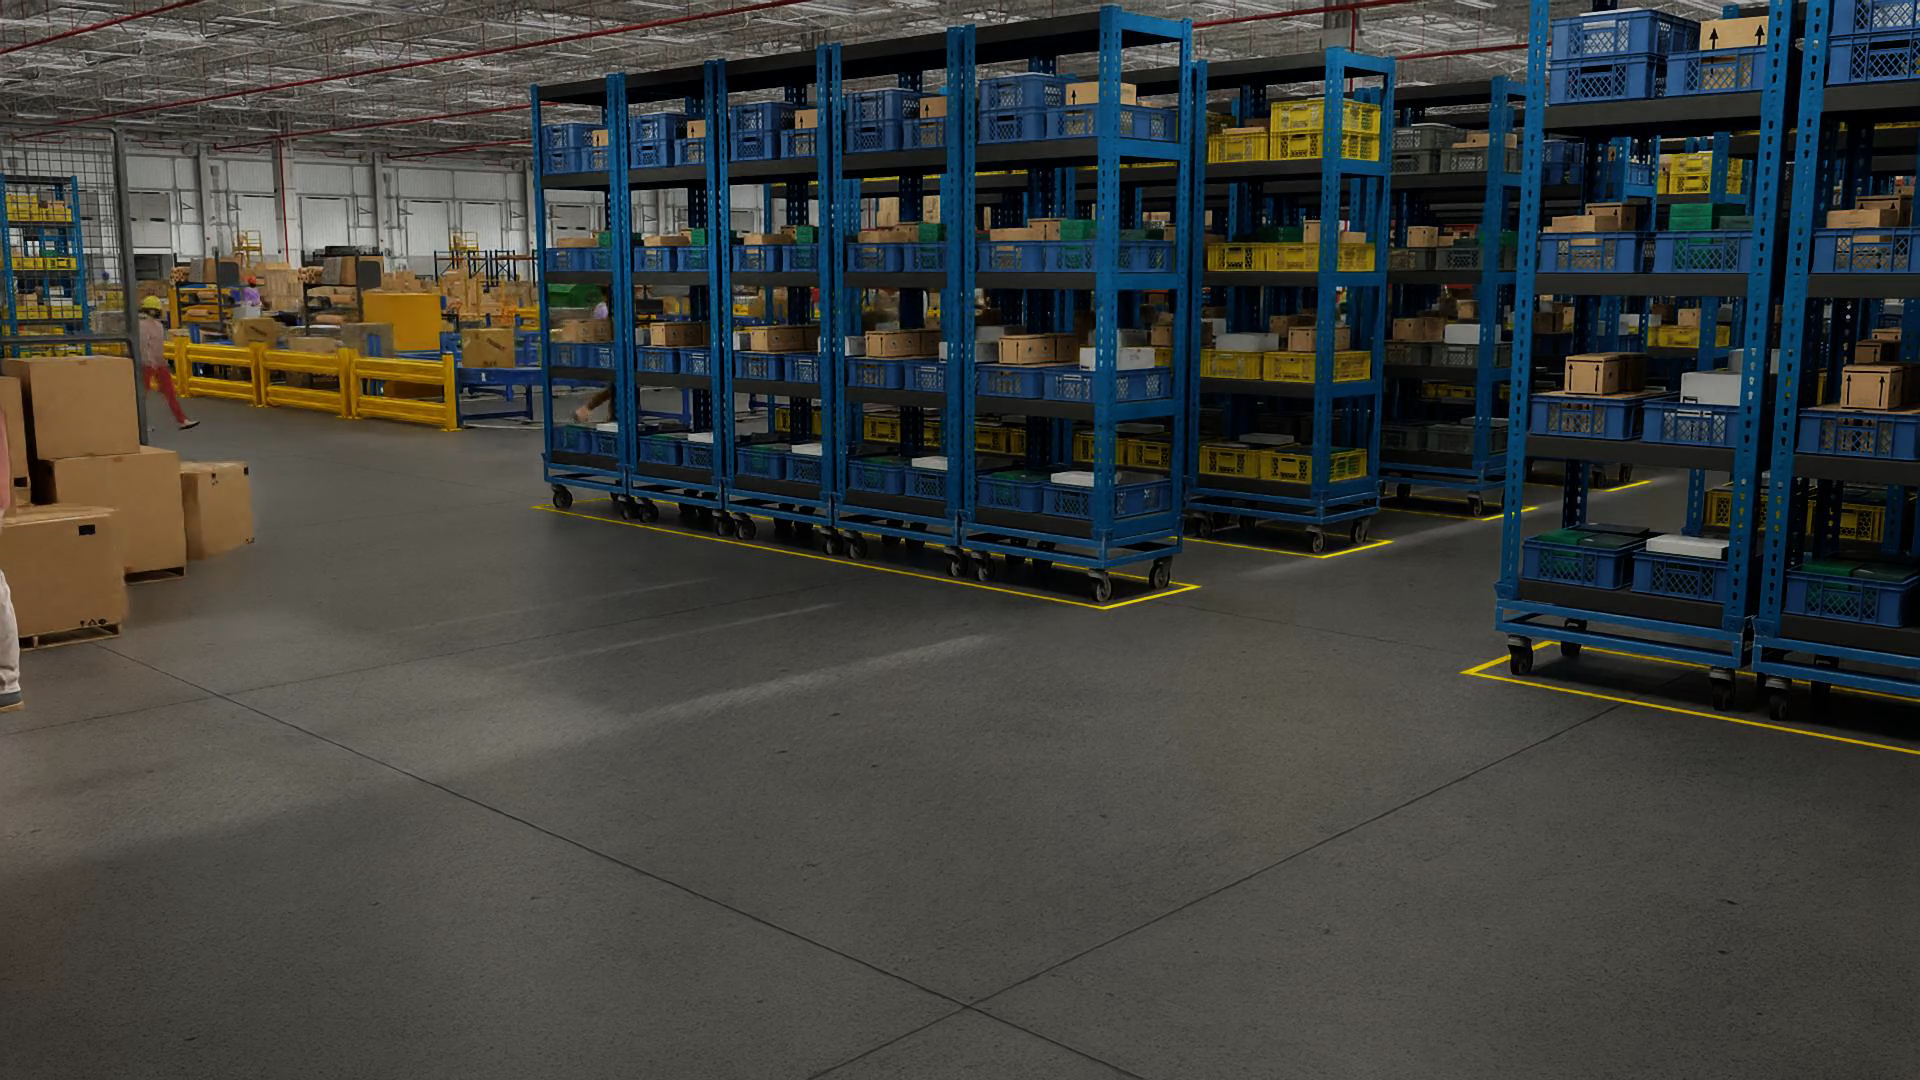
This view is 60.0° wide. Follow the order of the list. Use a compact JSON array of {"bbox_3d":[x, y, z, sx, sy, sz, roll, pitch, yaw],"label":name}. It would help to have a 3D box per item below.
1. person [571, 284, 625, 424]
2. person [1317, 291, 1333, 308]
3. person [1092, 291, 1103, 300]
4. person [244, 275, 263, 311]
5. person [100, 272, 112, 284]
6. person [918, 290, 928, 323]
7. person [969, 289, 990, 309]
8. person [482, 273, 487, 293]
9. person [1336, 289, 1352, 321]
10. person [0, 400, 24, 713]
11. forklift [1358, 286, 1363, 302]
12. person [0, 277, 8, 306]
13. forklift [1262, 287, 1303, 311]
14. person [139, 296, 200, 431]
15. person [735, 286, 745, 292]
[{"bbox_3d":[-4.329,-2.206,20.108,0.667,2.018,0.619,-2,9,-10],"label":"person"},{"bbox_3d":[5.434,-2.923,25.039,0.377,1.841,0.567,-1,9,-8],"label":"person"},{"bbox_3d":[4.914,-8.395,59.051,0.532,1.693,0.319,-2,9,-12],"label":"person"},{"bbox_3d":[-20.114,-6.559,47.205,0.821,1.887,0.591,2,9,10],"label":"person"},{"bbox_3d":[-35.674,-10.248,69.669,0.484,1.931,0.651,2,10,13],"label":"person"},{"bbox_3d":[-1.012,-5.629,41.717,0.403,1.819,0.598,-4,10,-21],"label":"person"},{"bbox_3d":[0.588,-6.953,49.394,0.617,1.953,1.086,3,10,17],"label":"person"},{"bbox_3d":[-26.281,-13.822,91.755,0.617,1.871,0.987,7,12,38],"label":"person"},{"bbox_3d":[4.602,-2.085,19.973,0.593,1.832,0.409,-1,9,-8],"label":"person"},{"bbox_3d":[-4.613,-0.174,7.717,0.378,1.995,0.609,-7,11,-36],"label":"person"},{"bbox_3d":[11.100,-7.017,46.970,1.873,2.768,1.129,9,13,43],"label":"forklift"},{"bbox_3d":[-46.318,-11.917,80.379,0.951,1.791,0.639,-8,12,-40],"label":"person"},{"bbox_3d":[10.769,-8.203,54.240,1.129,2.768,1.873,8,12,42],"label":"forklift"},{"bbox_3d":[-10.168,-2.225,21.126,0.894,1.724,0.526,2,10,13],"label":"person"},{"bbox_3d":[-10.771,-11.950,80.591,0.923,1.792,0.648,3,10,16],"label":"person"}]
